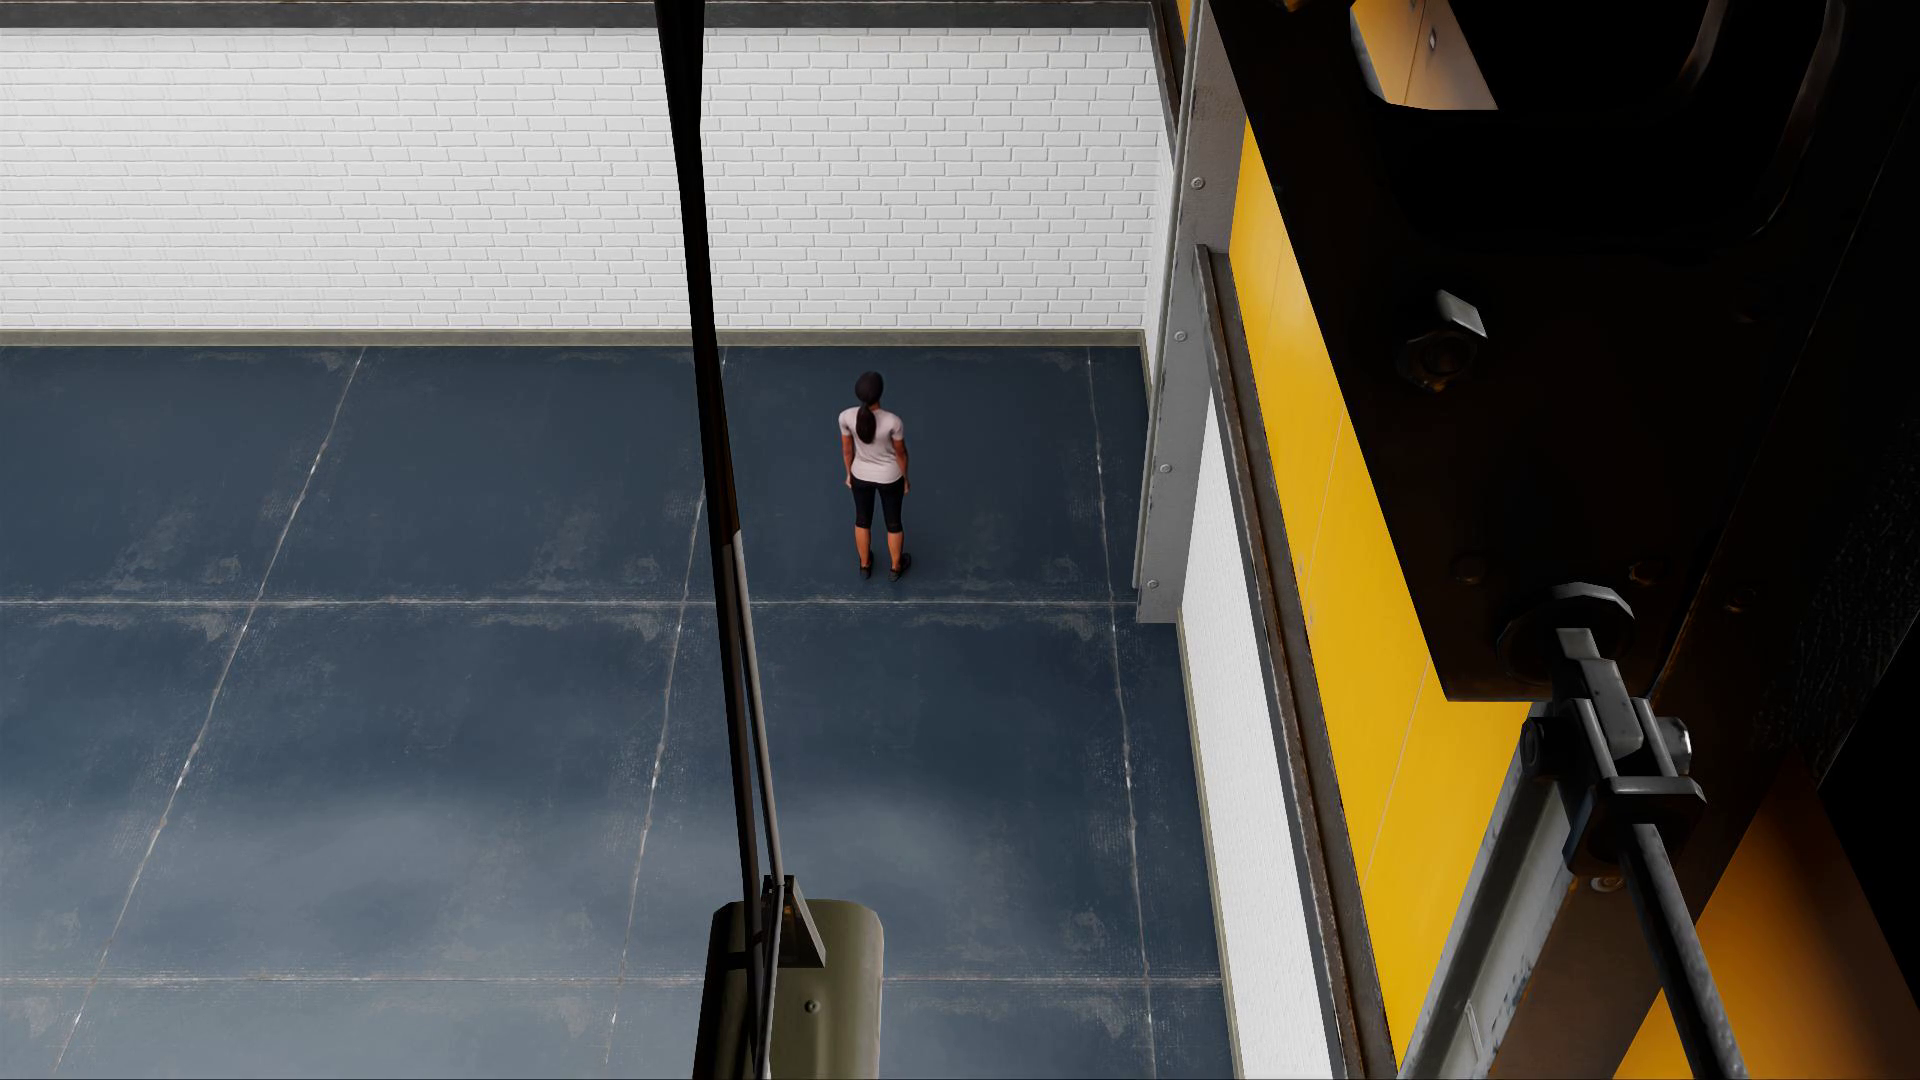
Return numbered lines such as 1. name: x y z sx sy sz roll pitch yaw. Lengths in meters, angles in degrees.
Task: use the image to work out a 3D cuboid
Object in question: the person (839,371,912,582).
1. person: -0.569 -0.424 11.292 0.644 1.747 0.592 7 44 8
